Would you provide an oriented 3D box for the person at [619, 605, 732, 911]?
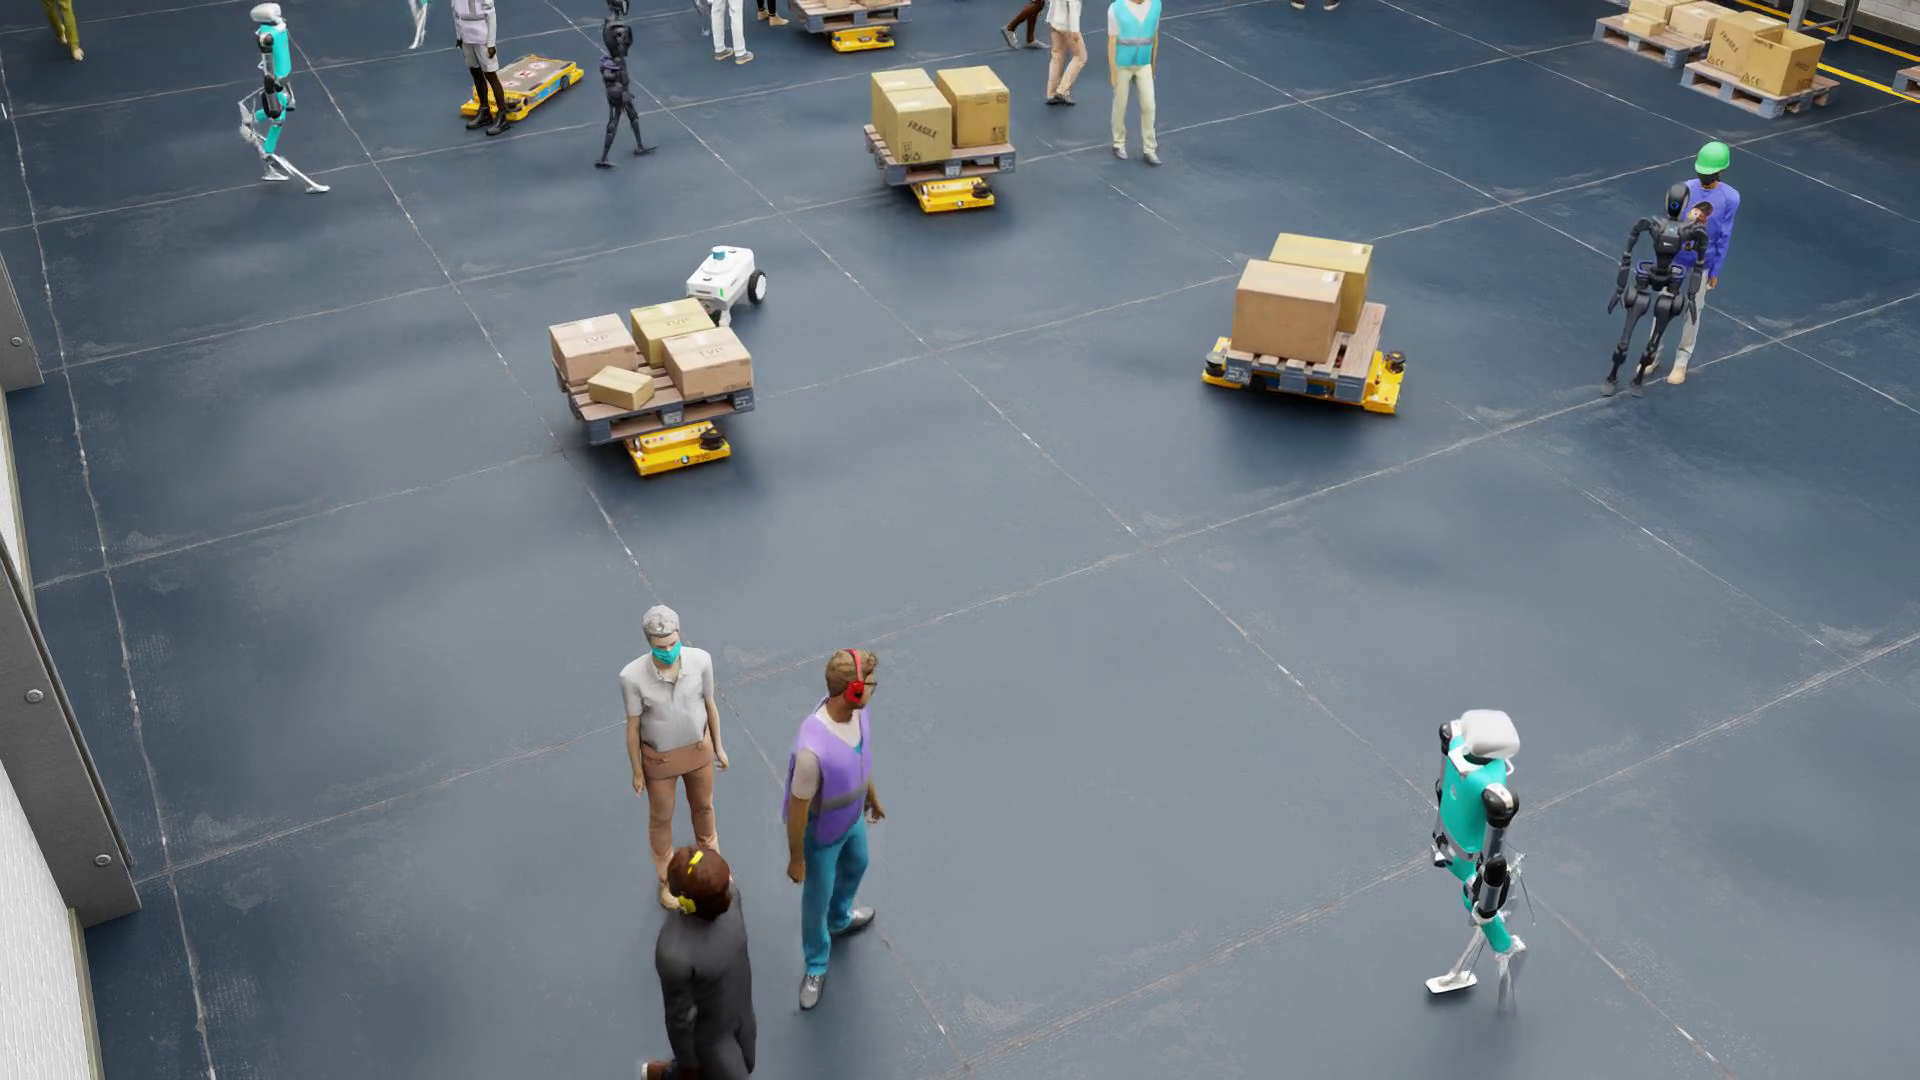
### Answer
[{"bbox_3d":[-1.353,1.030,7.956,0.473,1.747,0.320,-16,38,-22],"label":"person"}]

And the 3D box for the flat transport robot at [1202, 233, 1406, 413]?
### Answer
[{"bbox_3d":[2.603,-1.298,12.569,1.431,0.231,0.659,11,37,15],"label":"flat transport robot"}]

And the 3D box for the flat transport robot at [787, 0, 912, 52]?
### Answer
[{"bbox_3d":[-1.287,-5.972,19.242,0.659,0.231,1.431,-11,37,-16],"label":"flat transport robot"}]

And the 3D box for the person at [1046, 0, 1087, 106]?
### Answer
[{"bbox_3d":[1.092,-5.254,17.007,0.429,1.643,0.534,-14,37,-19],"label":"person"}]

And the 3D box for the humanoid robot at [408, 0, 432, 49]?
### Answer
[{"bbox_3d":[-6.195,-6.474,18.733,0.544,1.815,0.792,5,35,7],"label":"humanoid robot"}]

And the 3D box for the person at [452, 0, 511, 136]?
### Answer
[{"bbox_3d":[-4.775,-4.944,16.323,0.550,1.934,0.371,24,41,30],"label":"person"}]

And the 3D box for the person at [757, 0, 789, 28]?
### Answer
[{"bbox_3d":[-2.213,-6.798,19.183,0.317,1.691,0.534,-24,42,-30],"label":"person"}]

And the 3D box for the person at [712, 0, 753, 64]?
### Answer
[{"bbox_3d":[-2.554,-6.146,18.092,0.578,1.879,0.350,17,39,23],"label":"person"}]

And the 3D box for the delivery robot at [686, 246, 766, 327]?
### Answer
[{"bbox_3d":[-1.927,-2.080,13.426,0.499,0.583,0.767,9,36,13],"label":"delivery robot"}]

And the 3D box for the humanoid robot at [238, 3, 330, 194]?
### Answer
[{"bbox_3d":[-6.336,-3.981,15.142,0.900,1.778,0.546,-1,35,-1],"label":"humanoid robot"}]

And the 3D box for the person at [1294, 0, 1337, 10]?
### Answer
[{"bbox_3d":[4.299,-7.270,19.626,0.628,1.960,0.365,8,36,11],"label":"person"}]

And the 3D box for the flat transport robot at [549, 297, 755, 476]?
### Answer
[{"bbox_3d":[-2.205,-0.950,12.072,0.659,0.231,1.431,-15,38,-20],"label":"flat transport robot"}]

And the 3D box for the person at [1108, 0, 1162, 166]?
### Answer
[{"bbox_3d":[1.671,-4.422,15.675,0.582,1.820,0.704,-12,37,-16],"label":"person"}]

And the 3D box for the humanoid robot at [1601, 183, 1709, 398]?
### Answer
[{"bbox_3d":[5.038,-1.769,12.014,0.612,1.654,0.430,12,37,17],"label":"humanoid robot"}]

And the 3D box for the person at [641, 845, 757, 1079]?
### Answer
[{"bbox_3d":[-1.018,1.887,6.645,0.759,1.851,0.498,14,37,19],"label":"person"}]

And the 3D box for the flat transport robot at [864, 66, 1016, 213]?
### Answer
[{"bbox_3d":[-0.194,-3.474,15.675,0.659,0.231,1.431,-9,36,-13],"label":"flat transport robot"}]

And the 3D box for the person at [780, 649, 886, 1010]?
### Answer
[{"bbox_3d":[-0.614,1.303,7.520,0.392,1.807,0.707,14,37,19],"label":"person"}]

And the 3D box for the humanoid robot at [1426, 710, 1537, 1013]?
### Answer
[{"bbox_3d":[2.419,1.488,7.413,0.764,1.895,0.543,-7,36,-10],"label":"humanoid robot"}]

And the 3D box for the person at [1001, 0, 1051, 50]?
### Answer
[{"bbox_3d":[0.822,-6.336,18.327,0.536,1.914,0.593,11,36,15],"label":"person"}]

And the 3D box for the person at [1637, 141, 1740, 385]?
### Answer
[{"bbox_3d":[5.369,-2.047,12.255,0.470,1.862,0.371,20,40,26],"label":"person"}]

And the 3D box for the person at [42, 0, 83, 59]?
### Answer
[{"bbox_3d":[-10.084,-6.304,18.393,0.529,1.791,0.928,-13,37,-18],"label":"person"}]

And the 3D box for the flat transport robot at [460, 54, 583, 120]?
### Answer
[{"bbox_3d":[-4.608,-4.780,17.540,0.659,0.231,1.431,10,36,14],"label":"flat transport robot"}]

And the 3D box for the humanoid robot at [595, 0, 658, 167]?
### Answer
[{"bbox_3d":[-3.257,-4.367,15.743,0.571,1.635,0.587,-9,36,-13],"label":"humanoid robot"}]

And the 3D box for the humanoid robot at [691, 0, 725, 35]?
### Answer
[{"bbox_3d":[-2.852,-6.578,18.848,0.536,1.807,0.725,21,40,27],"label":"humanoid robot"}]
